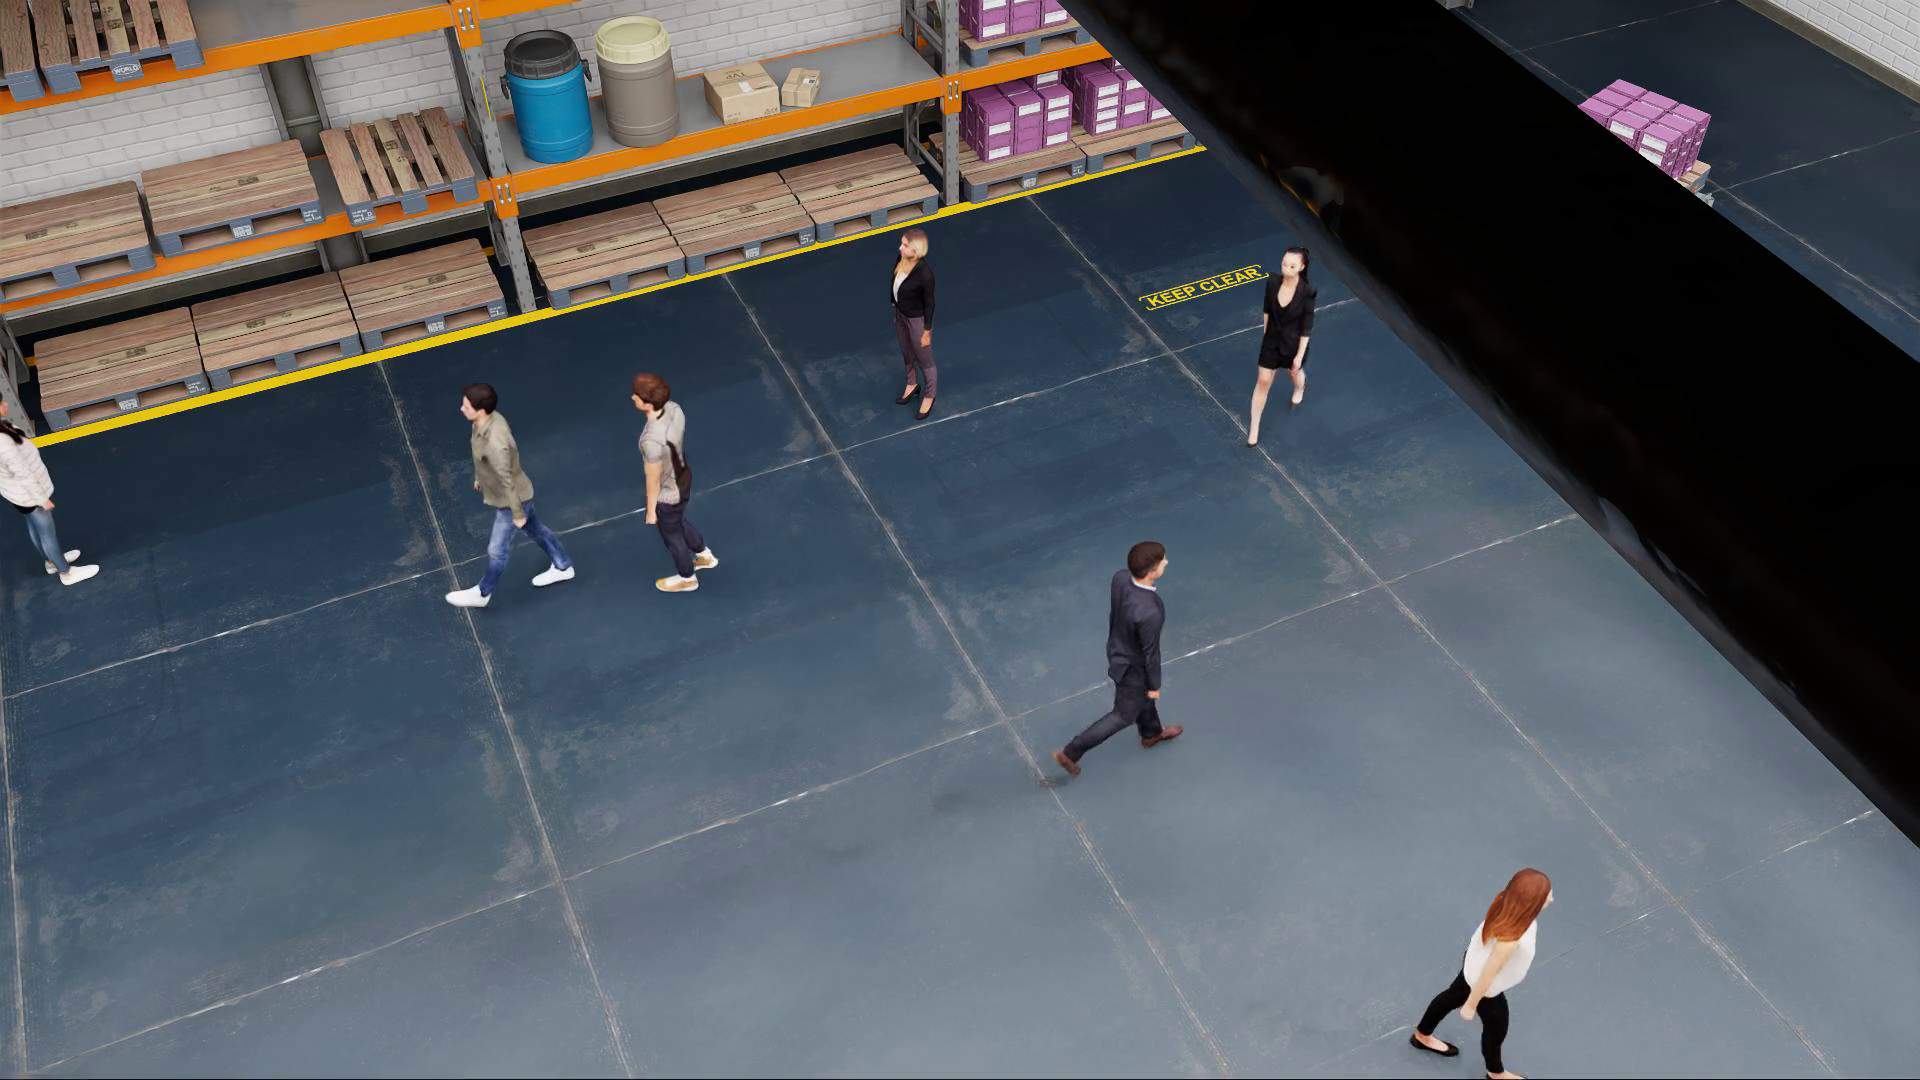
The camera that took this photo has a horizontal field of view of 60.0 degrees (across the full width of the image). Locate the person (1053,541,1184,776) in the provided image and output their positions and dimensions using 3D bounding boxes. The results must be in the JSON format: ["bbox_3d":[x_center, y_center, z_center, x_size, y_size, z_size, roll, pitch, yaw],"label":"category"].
[{"bbox_3d":[0.981,0.754,10.083,1.188,1.834,0.696,-15,46,-15],"label":"person"}]

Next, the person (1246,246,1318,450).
[{"bbox_3d":[2.507,-1.510,12.588,0.957,1.657,1.133,25,49,24],"label":"person"}]

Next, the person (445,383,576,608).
[{"bbox_3d":[-2.946,-0.315,11.216,1.145,1.820,0.794,-14,45,-14],"label":"person"}]

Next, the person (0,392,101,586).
[{"bbox_3d":[-6.422,-0.367,11.404,0.690,1.636,0.677,32,52,29],"label":"person"}]

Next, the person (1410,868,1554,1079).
[{"bbox_3d":[2.639,2.236,8.628,1.013,1.696,0.952,14,45,14],"label":"person"}]

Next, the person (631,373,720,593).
[{"bbox_3d":[-1.883,-0.360,11.219,0.865,1.881,0.818,6,44,6],"label":"person"}]

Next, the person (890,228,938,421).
[{"bbox_3d":[-0.339,-1.663,12.738,0.584,1.671,0.636,-27,50,-25],"label":"person"}]
